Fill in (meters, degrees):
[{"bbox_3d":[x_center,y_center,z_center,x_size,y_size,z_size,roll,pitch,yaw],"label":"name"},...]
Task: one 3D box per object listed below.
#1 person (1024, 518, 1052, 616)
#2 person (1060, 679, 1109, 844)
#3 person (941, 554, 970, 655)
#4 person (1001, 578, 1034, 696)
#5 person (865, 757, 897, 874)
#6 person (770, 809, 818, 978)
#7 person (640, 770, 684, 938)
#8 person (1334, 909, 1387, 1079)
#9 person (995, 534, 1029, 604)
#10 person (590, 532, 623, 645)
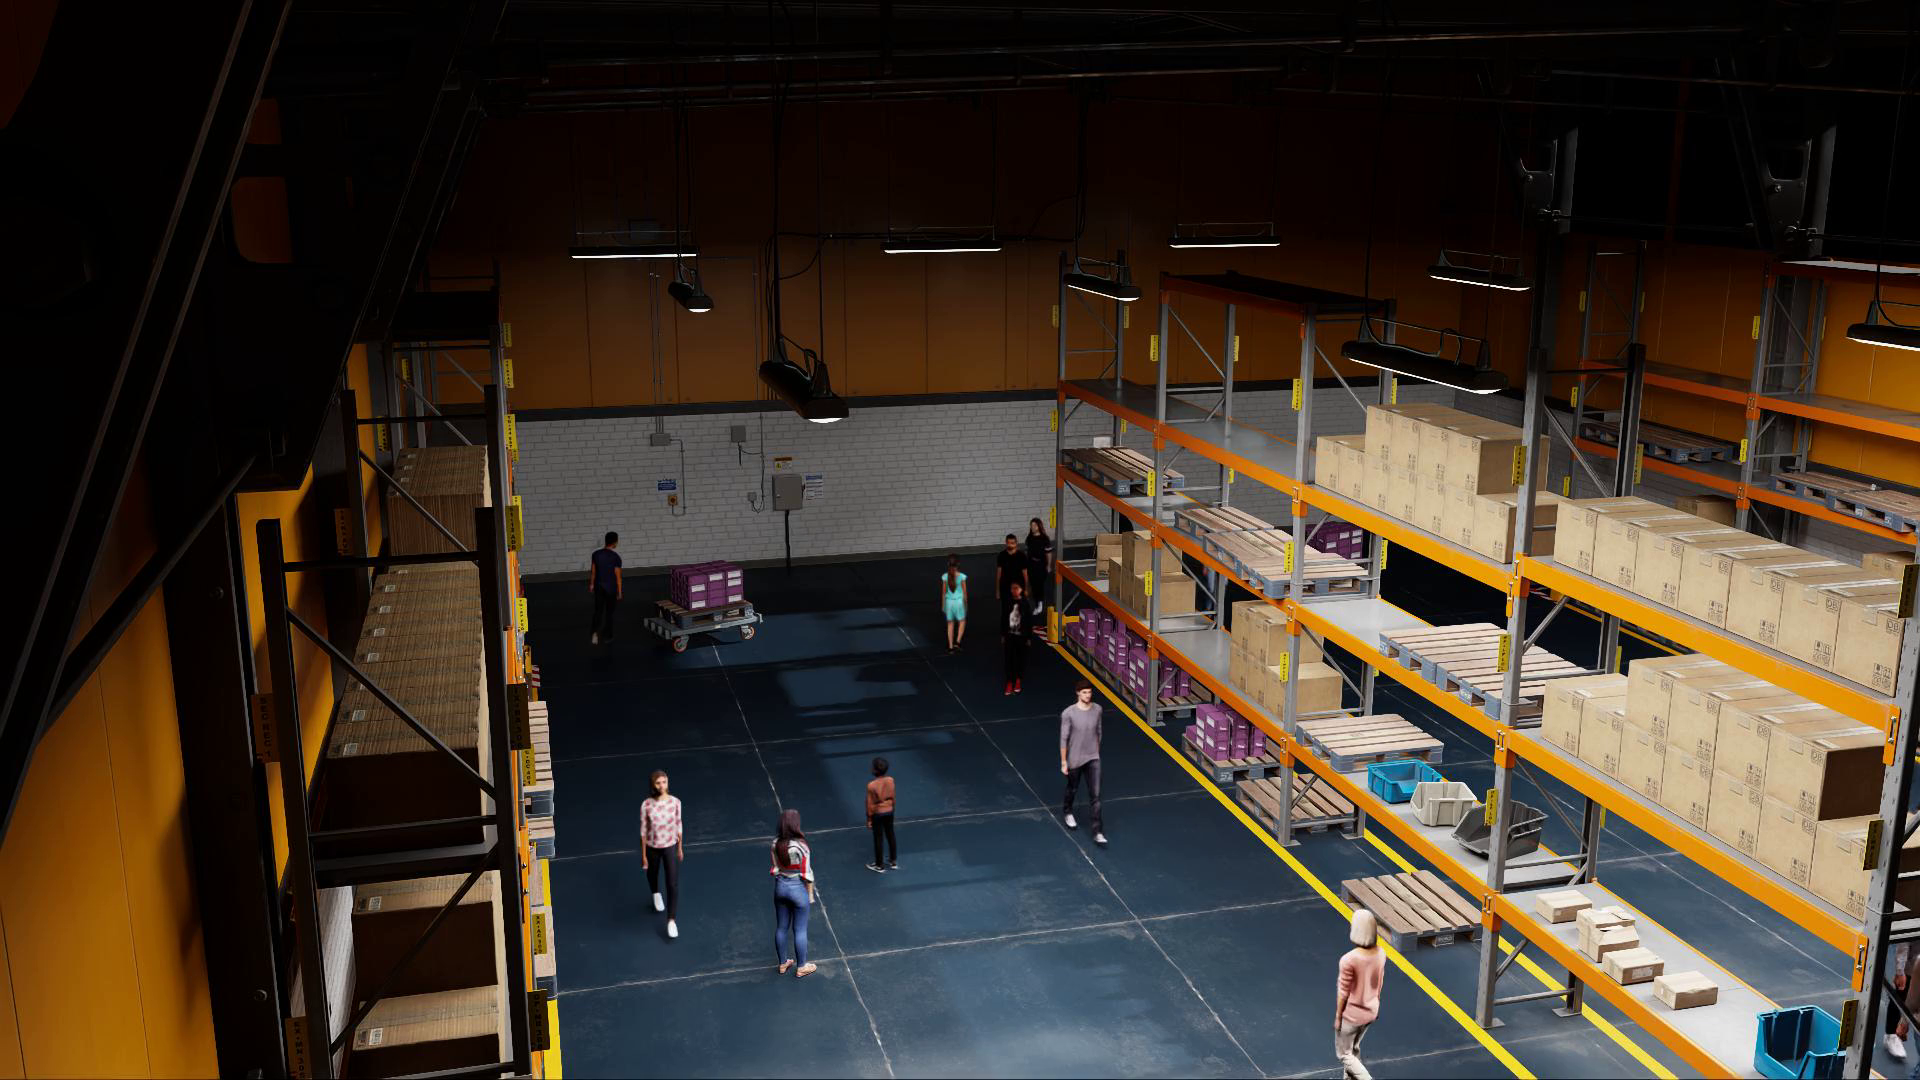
[{"bbox_3d":[1.297,0.420,27.238,0.717,1.622,0.763,6,15,22],"label":"person"},{"bbox_3d":[1.326,2.426,18.575,0.732,1.800,1.166,-4,14,-17],"label":"person"},{"bbox_3d":[-0.069,0.980,25.073,0.701,1.552,0.779,1,14,5],"label":"person"},{"bbox_3d":[0.804,1.323,23.429,0.785,1.659,0.893,2,14,8],"label":"person"},{"bbox_3d":[-0.831,2.916,17.721,0.588,1.249,0.588,-10,17,-36],"label":"person"},{"bbox_3d":[-1.570,3.271,15.484,0.657,1.613,0.708,7,15,27],"label":"person"},{"bbox_3d":[-2.971,3.040,16.471,0.560,1.596,1.096,-4,14,-15],"label":"person"},{"bbox_3d":[3.199,3.778,13.187,0.761,1.708,0.978,-8,16,-30],"label":"person"},{"bbox_3d":[0.825,0.746,25.627,0.776,1.747,0.820,4,14,16],"label":"person"},{"bbox_3d":[-5.457,0.783,25.467,0.909,1.751,1.106,0,14,1],"label":"person"}]
